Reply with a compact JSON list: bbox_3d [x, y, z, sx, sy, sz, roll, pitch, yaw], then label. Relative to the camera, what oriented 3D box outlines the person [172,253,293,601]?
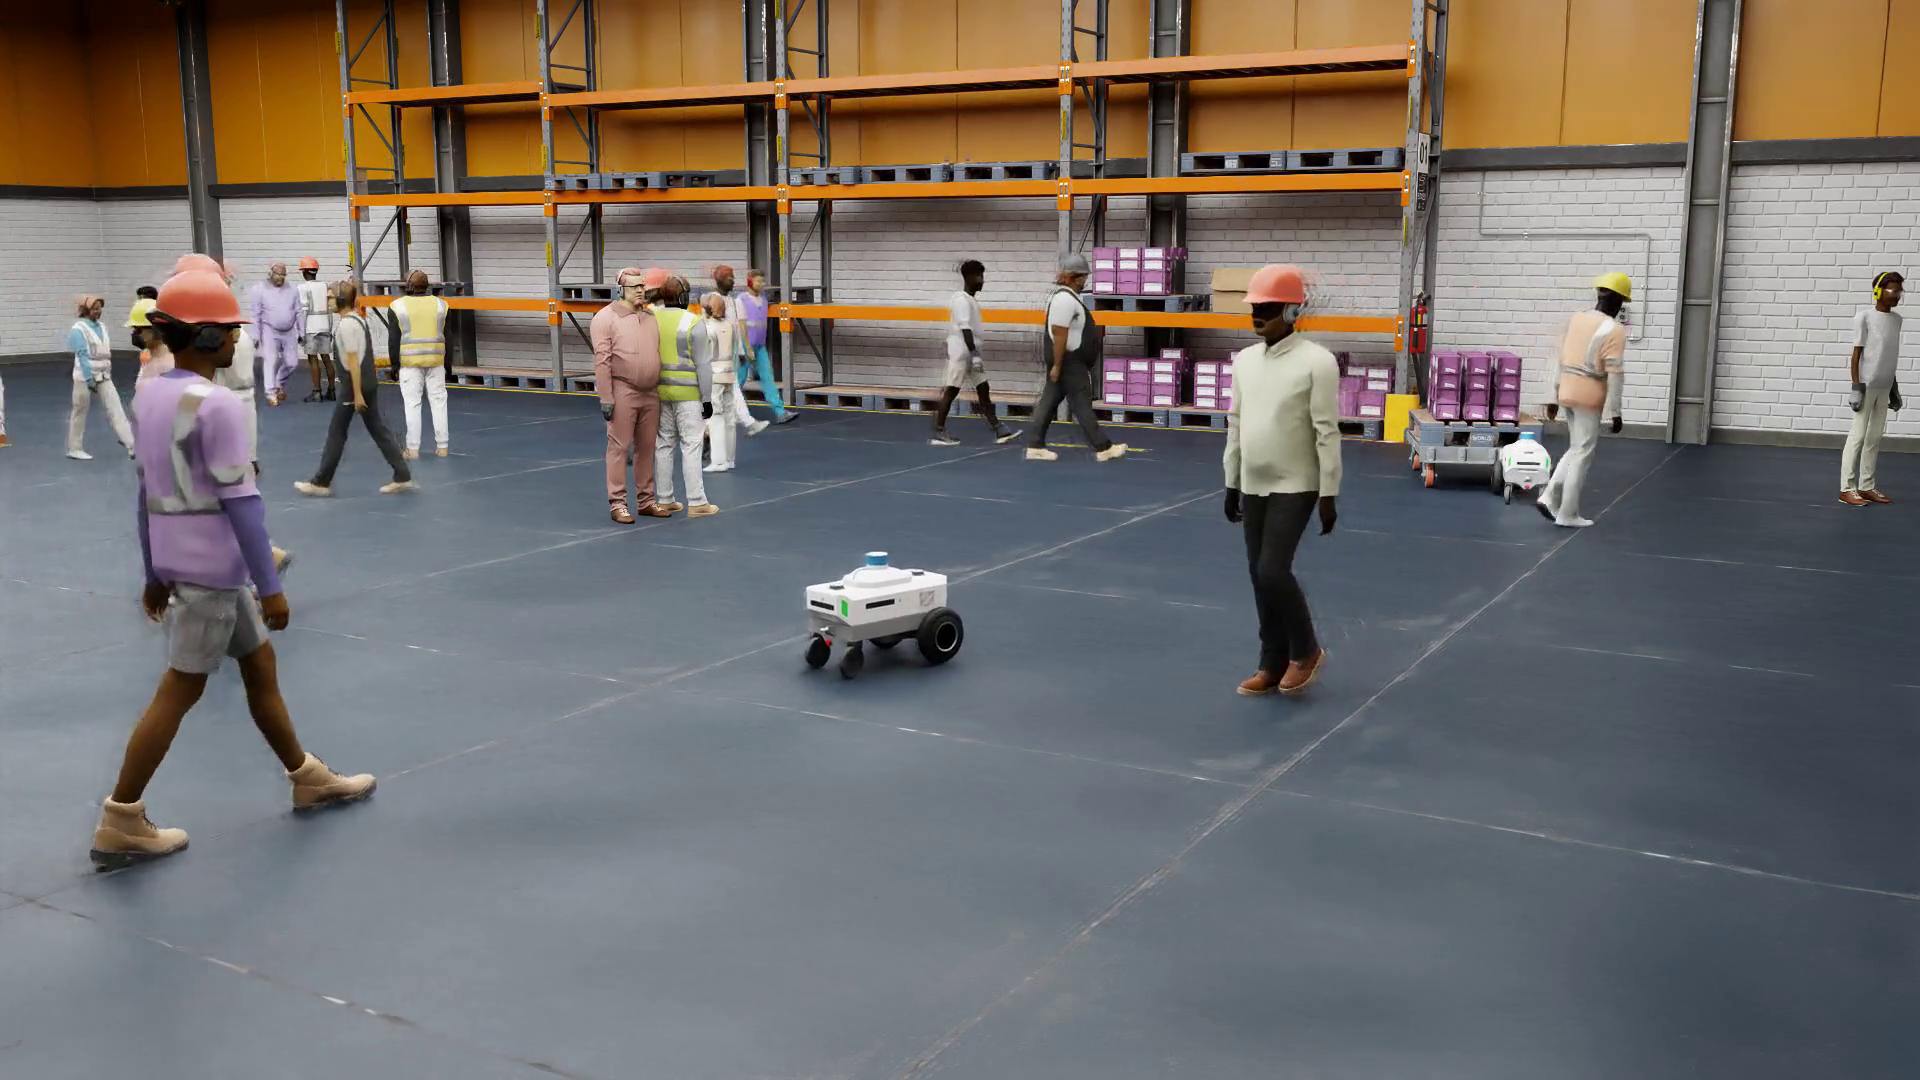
[{"bbox_3d":[-4.021,-0.546,9.121,0.632,2.028,0.585,8,13,38],"label":"person"}]

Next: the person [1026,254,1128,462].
[{"bbox_3d":[1.101,-1.768,16.006,0.996,2.000,0.699,0,10,-2],"label":"person"}]

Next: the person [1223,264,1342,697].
[{"bbox_3d":[1.417,-0.247,7.541,0.443,1.981,0.645,-7,12,-35],"label":"person"}]

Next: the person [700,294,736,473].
[{"bbox_3d":[-2.227,-1.433,15.249,0.309,1.638,0.518,5,11,26],"label":"person"}]

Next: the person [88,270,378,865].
[{"bbox_3d":[-2.577,0.080,5.718,1.049,1.994,0.616,-10,14,-44],"label":"person"}]

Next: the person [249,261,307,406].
[{"bbox_3d":[-8.903,-2.685,21.676,0.525,1.876,0.721,9,14,42],"label":"person"}]

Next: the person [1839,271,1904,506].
[{"bbox_3d":[7.349,-1.210,13.335,0.521,1.870,0.328,-4,11,-23],"label":"person"}]

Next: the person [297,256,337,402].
[{"bbox_3d":[-8.604,-2.800,22.145,0.375,1.935,0.551,5,11,27],"label":"person"}]

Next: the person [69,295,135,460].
[{"bbox_3d":[-8.307,-1.554,16.048,0.856,1.586,0.539,2,10,10],"label":"person"}]

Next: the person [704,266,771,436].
[{"bbox_3d":[-2.456,-2.036,18.074,0.924,1.841,0.606,3,10,14],"label":"person"}]

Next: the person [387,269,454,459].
[{"bbox_3d":[-5.276,-1.719,16.288,0.632,1.844,0.429,-6,12,-33],"label":"person"}]

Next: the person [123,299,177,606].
[{"bbox_3d":[-4.603,-0.505,9.627,0.325,1.769,0.524,-8,13,-38],"label":"person"}]

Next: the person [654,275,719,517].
[{"bbox_3d":[-2.144,-1.095,12.755,0.626,1.846,0.428,5,11,27],"label":"person"}]

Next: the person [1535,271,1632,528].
[{"bbox_3d":[4.605,-1.008,12.137,0.483,1.882,0.636,-3,11,-18],"label":"person"}]

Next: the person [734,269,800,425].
[{"bbox_3d":[-2.312,-2.205,19.160,0.989,1.793,0.574,7,12,33],"label":"person"}]

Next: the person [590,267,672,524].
[{"bbox_3d":[-2.449,-1.087,12.529,0.409,1.909,0.642,8,13,37],"label":"person"}]

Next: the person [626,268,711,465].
[{"bbox_3d":[-2.770,-1.645,15.820,1.014,1.870,0.562,-7,12,-35],"label":"person"}]

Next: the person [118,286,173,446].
[{"bbox_3d":[-8.304,-1.773,17.096,0.542,1.650,0.875,3,10,15],"label":"person"}]

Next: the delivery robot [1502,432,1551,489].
[{"bbox_3d":[4.608,-0.636,13.538,0.477,0.478,0.707,3,10,15],"label":"delivery robot"}]

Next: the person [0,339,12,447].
[{"bbox_3d":[-10.066,-1.902,16.978,0.696,1.968,0.628,8,13,39],"label":"person"}]

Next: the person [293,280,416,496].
[{"bbox_3d":[-5.024,-1.246,13.777,0.985,1.791,0.527,0,10,-2],"label":"person"}]

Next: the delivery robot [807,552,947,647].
[{"bbox_3d":[-0.408,0.302,8.226,0.707,0.478,0.477,-9,14,-42],"label":"delivery robot"}]

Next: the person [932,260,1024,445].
[{"bbox_3d":[0.154,-1.925,17.223,0.999,1.912,0.609,3,10,14],"label":"person"}]
